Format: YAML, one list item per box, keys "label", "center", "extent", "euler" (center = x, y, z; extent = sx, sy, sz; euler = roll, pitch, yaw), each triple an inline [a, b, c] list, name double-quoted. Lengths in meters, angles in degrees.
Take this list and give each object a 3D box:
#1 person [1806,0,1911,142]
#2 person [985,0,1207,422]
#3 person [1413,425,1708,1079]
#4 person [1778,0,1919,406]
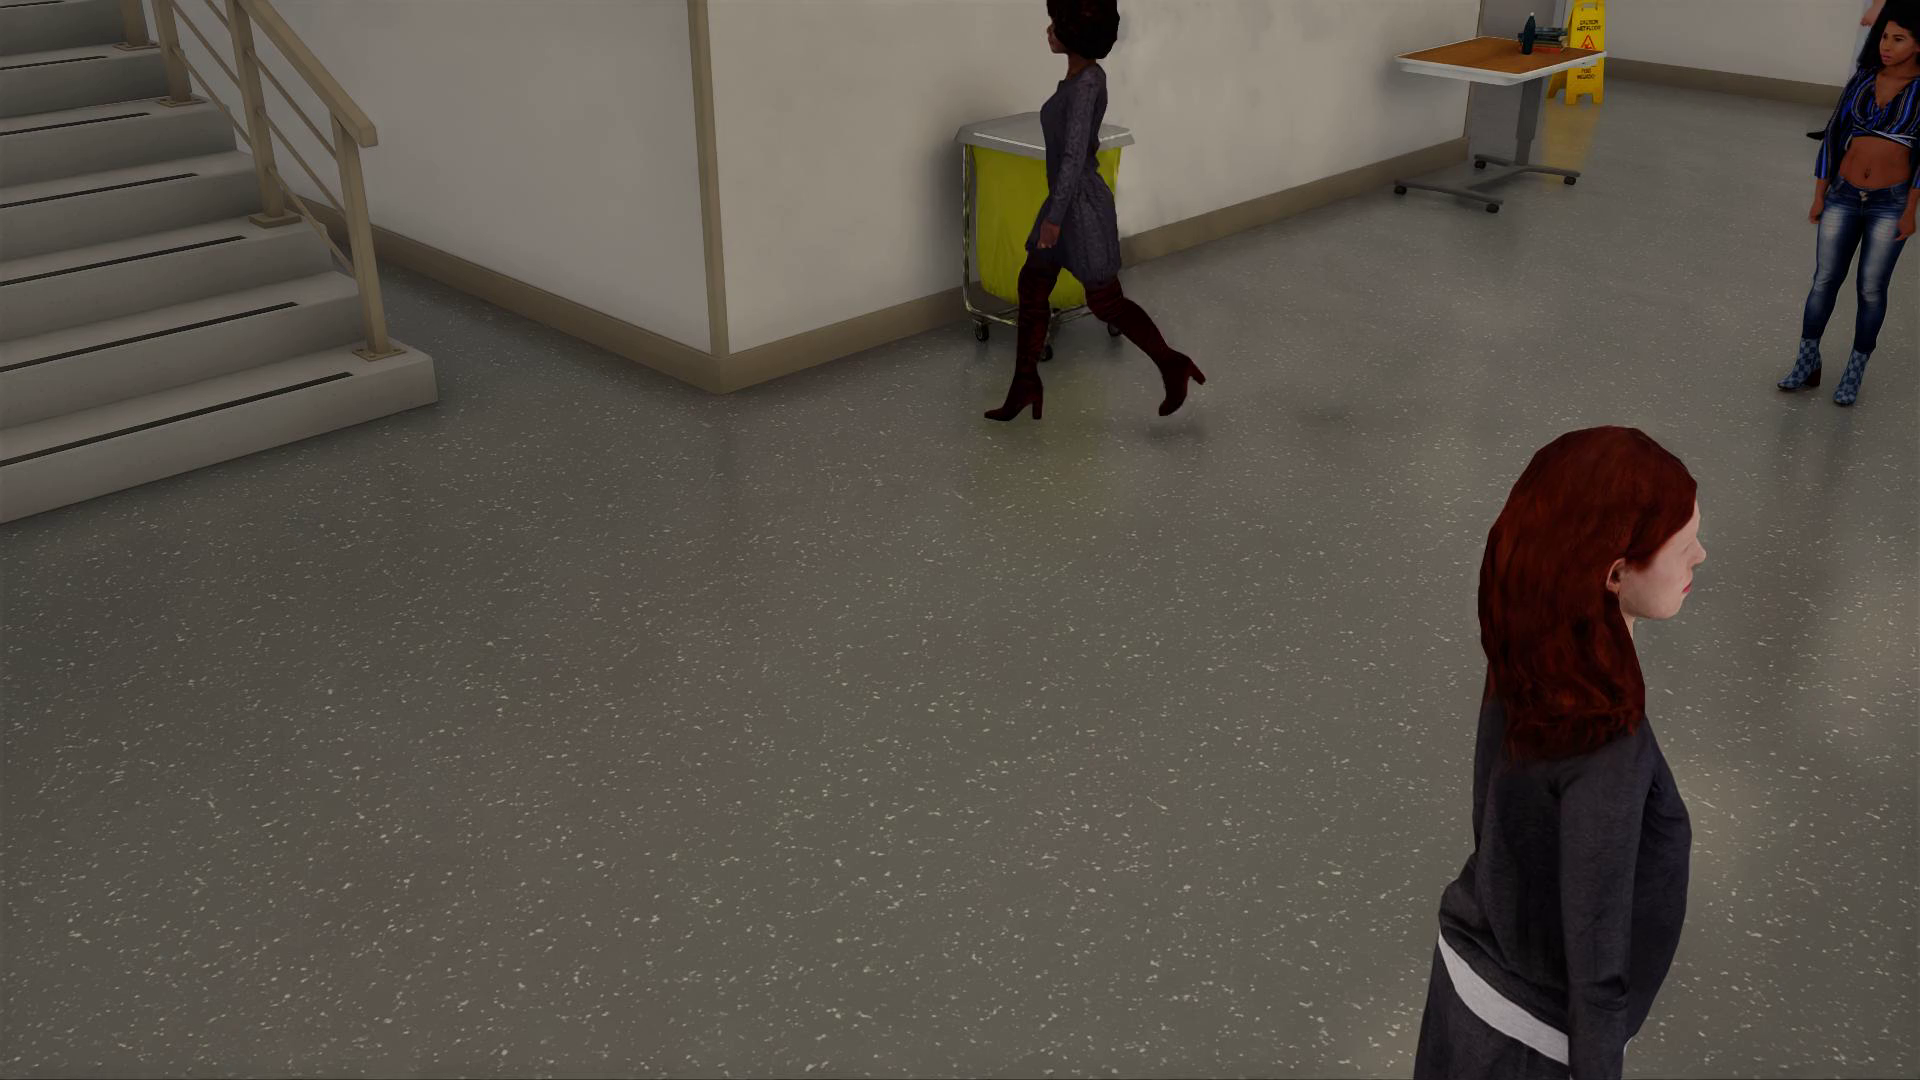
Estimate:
- label: "person"
  center: [6.121, -3.373, 10.587]
  extent: [1.231, 1.863, 0.786]
  euler: [17, 31, 31]
- label: "person"
  center: [0.542, -1.198, 6.294]
  extent: [1.069, 1.675, 1.070]
  euler: [-3, 26, -5]
- label: "person"
  center: [0.773, 0.676, 2.287]
  extent: [0.705, 1.780, 0.649]
  euler: [1, 26, 1]
- label: "person"
  center: [3.643, -1.346, 6.665]
  extent: [0.679, 1.620, 0.490]
  euler: [-21, 33, -37]
